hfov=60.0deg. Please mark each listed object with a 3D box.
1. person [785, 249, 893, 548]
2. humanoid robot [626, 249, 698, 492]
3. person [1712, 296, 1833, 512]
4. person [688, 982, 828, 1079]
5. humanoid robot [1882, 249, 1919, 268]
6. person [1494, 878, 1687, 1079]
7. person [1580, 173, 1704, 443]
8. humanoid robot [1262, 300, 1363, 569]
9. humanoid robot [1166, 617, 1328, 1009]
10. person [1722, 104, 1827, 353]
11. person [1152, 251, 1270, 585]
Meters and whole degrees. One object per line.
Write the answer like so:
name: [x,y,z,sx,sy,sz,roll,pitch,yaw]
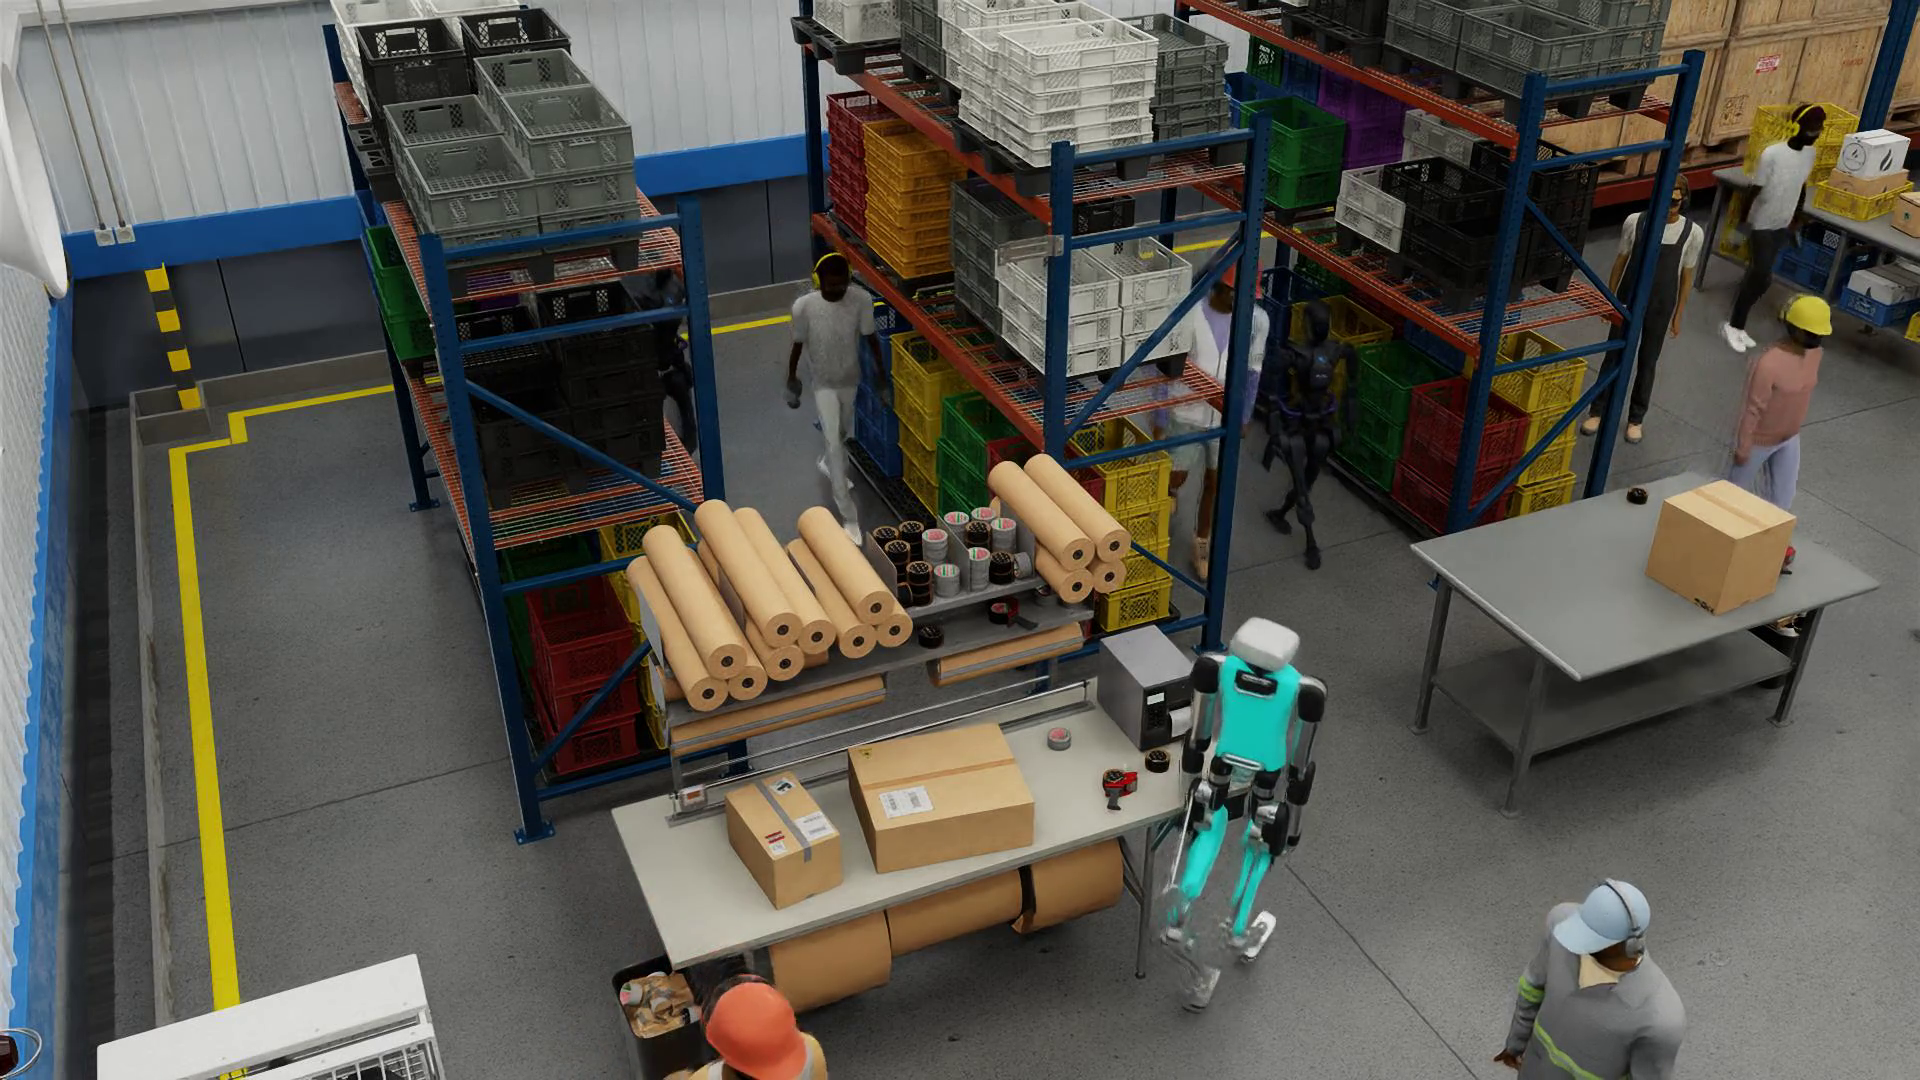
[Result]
person: [-0.737,-0.952,10.051,0.583,1.807,1.010,-12,34,-19]
humanoid robot: [-1.819,-1.042,10.327,0.587,1.662,0.327,-25,39,-34]
person: [4.624,-0.639,9.603,0.529,1.735,0.803,-14,34,-22]
person: [-0.583,2.054,5.082,0.563,1.902,0.815,-25,39,-34]
humanoid robot: [7.409,-2.426,12.590,0.548,1.838,0.836,-20,37,-28]
person: [2.008,1.818,5.513,0.401,1.847,0.587,-13,34,-21]
person: [4.499,-1.521,10.937,0.503,1.846,0.345,15,35,23]
humanoid robot: [2.061,-0.657,9.748,0.613,1.642,0.641,-4,32,-7]
humanoid robot: [1.076,1.183,6.635,0.530,1.733,0.977,14,34,21]
person: [5.932,-2.246,12.111,0.532,1.847,0.534,-12,34,-19]
person: [1.406,-0.779,9.586,0.661,1.998,0.783,-2,32,-3]
